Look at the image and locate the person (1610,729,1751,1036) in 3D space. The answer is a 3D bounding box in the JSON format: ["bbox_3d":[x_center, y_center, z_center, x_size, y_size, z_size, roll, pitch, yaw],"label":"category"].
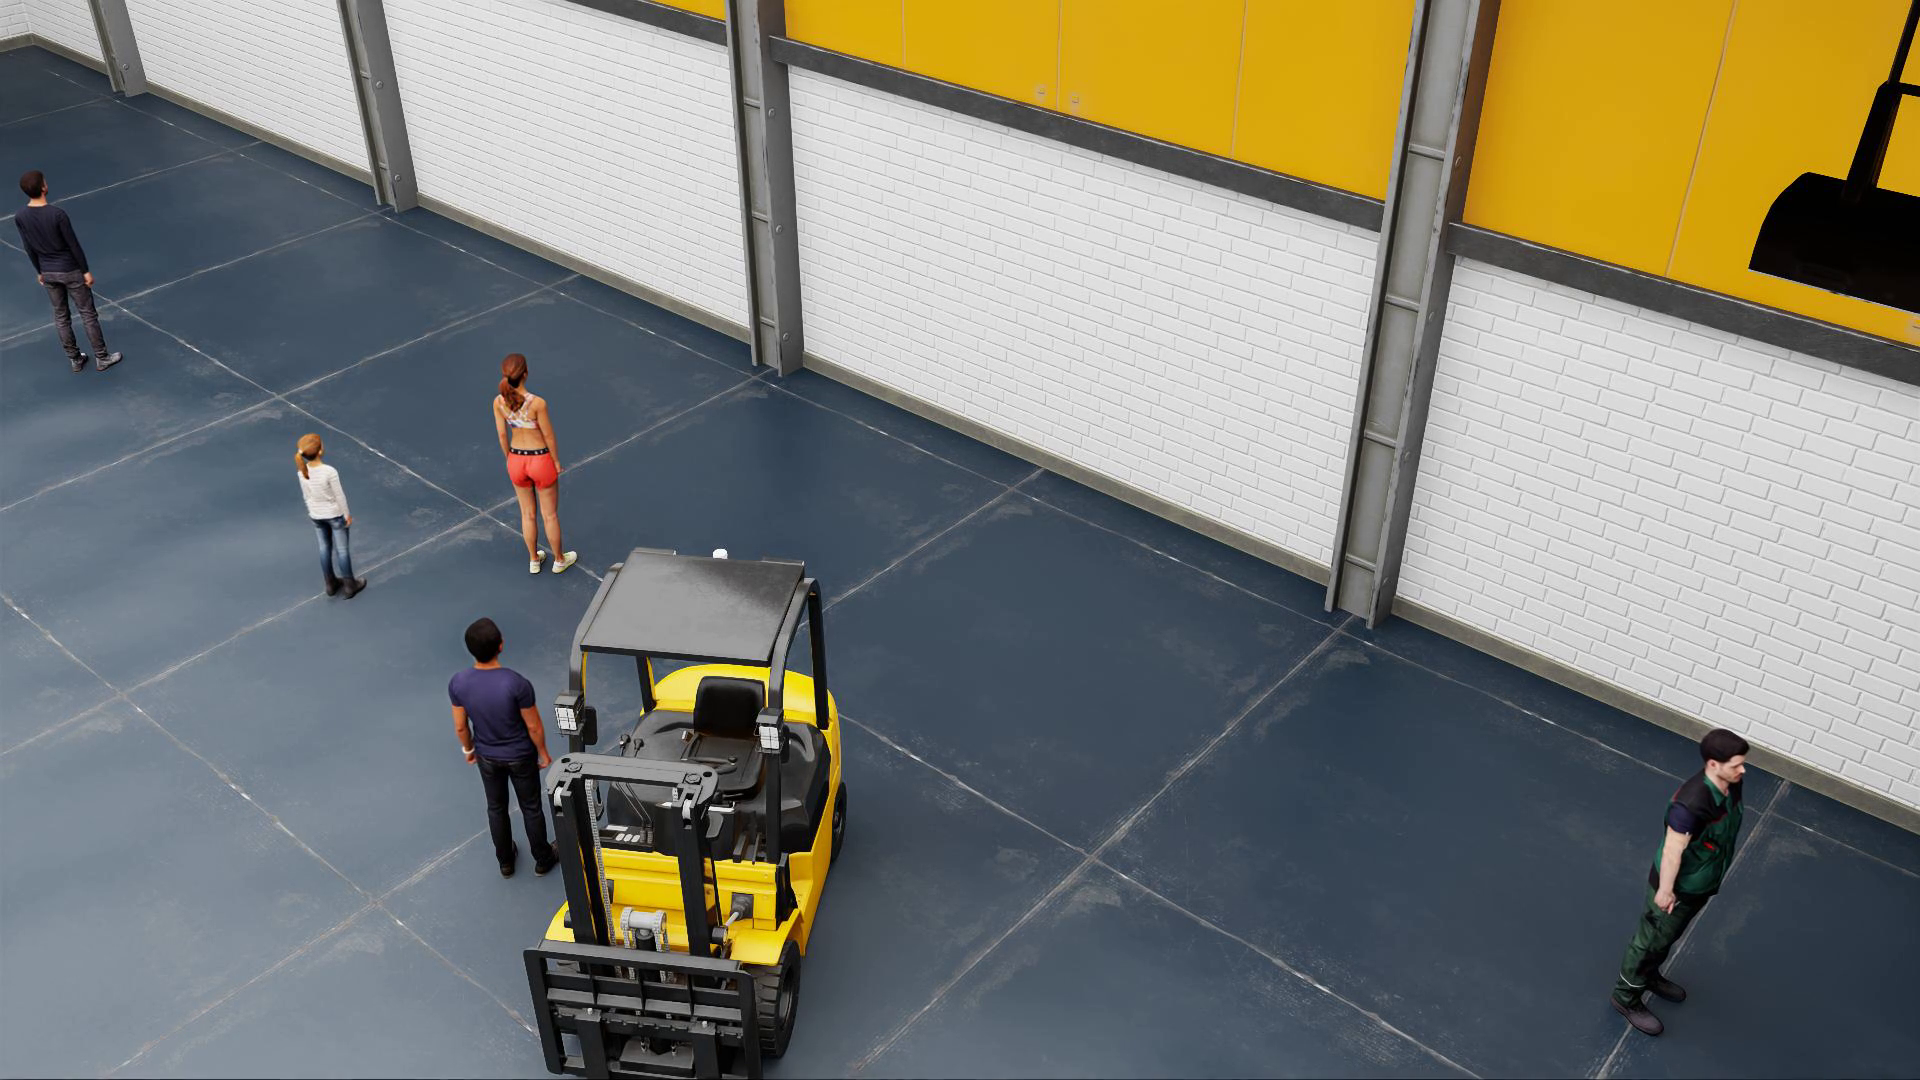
[{"bbox_3d":[3.753,1.730,8.628,0.560,1.900,0.685,27,42,34],"label":"person"}]

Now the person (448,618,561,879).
[{"bbox_3d":[-2.608,1.209,9.509,0.685,1.792,0.771,0,34,0],"label":"person"}]

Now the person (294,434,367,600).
[{"bbox_3d":[-4.574,-0.174,12.023,0.523,1.312,0.603,7,34,11],"label":"person"}]

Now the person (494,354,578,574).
[{"bbox_3d":[-3.129,-0.543,12.146,0.653,1.791,0.733,4,34,7],"label":"person"}]

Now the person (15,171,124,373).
[{"bbox_3d":[-8.019,-2.389,14.851,0.696,1.871,0.769,-1,34,-1],"label":"person"}]
